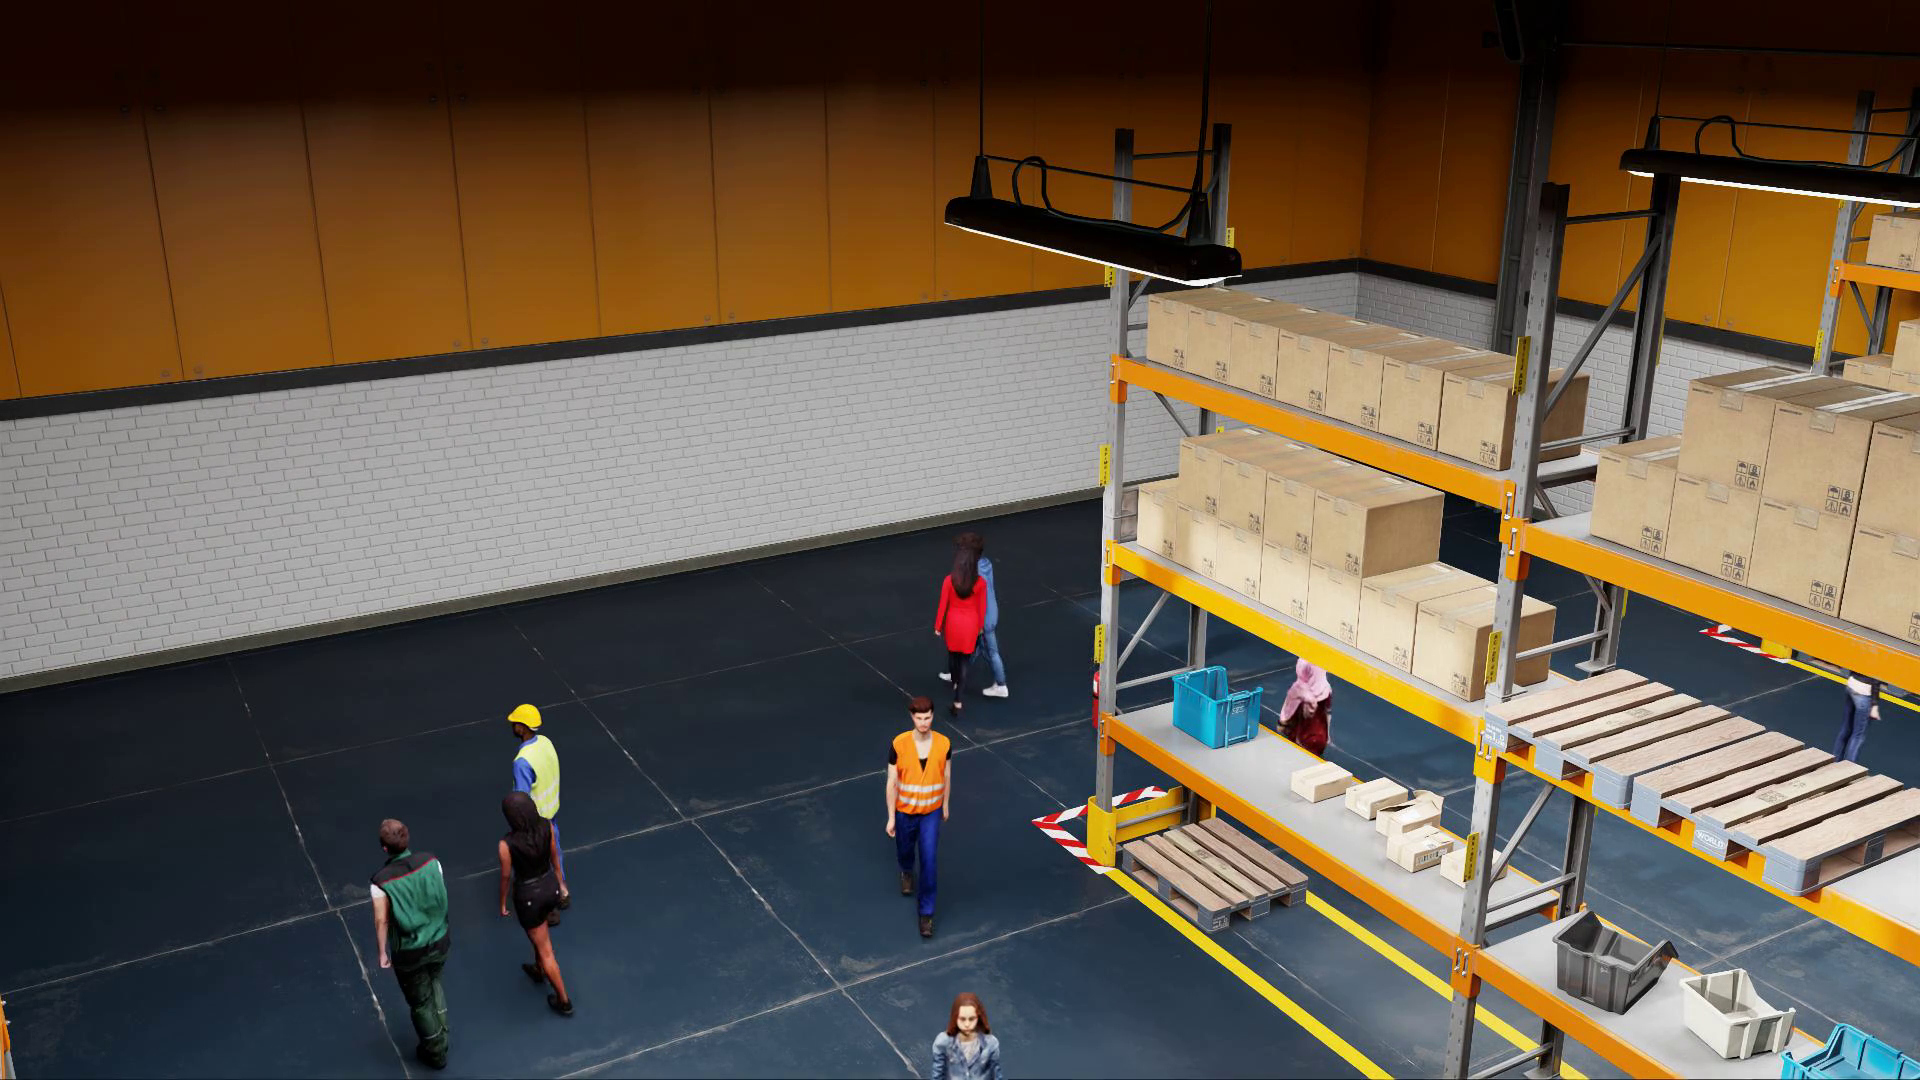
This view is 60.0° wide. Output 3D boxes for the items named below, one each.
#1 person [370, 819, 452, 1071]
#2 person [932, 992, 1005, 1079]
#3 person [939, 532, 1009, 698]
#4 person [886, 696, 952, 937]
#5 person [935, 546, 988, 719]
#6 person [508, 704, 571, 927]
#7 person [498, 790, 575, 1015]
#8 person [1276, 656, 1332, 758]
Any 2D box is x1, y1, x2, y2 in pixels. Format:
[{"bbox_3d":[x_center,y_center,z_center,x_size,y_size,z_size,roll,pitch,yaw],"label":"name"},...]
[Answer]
[{"bbox_3d":[-3.576,2.725,11.100,0.715,1.816,0.707,-15,24,-37],"label":"person"},{"bbox_3d":[0.048,3.322,9.909,0.839,1.445,1.062,-1,19,-4],"label":"person"},{"bbox_3d":[0.310,0.788,16.925,1.141,1.770,1.078,7,20,19],"label":"person"},{"bbox_3d":[-0.349,2.062,13.015,1.018,1.852,1.311,-2,19,-5],"label":"person"},{"bbox_3d":[0.030,0.952,16.553,0.966,1.697,1.087,-1,19,-3],"label":"person"},{"bbox_3d":[-3.278,2.119,12.908,0.800,1.812,0.716,3,19,9],"label":"person"},{"bbox_3d":[-2.926,2.580,11.699,1.019,1.709,0.822,16,24,39],"label":"person"},{"bbox_3d":[3.027,1.741,14.337,0.649,1.614,1.057,-11,21,-29],"label":"person"}]
